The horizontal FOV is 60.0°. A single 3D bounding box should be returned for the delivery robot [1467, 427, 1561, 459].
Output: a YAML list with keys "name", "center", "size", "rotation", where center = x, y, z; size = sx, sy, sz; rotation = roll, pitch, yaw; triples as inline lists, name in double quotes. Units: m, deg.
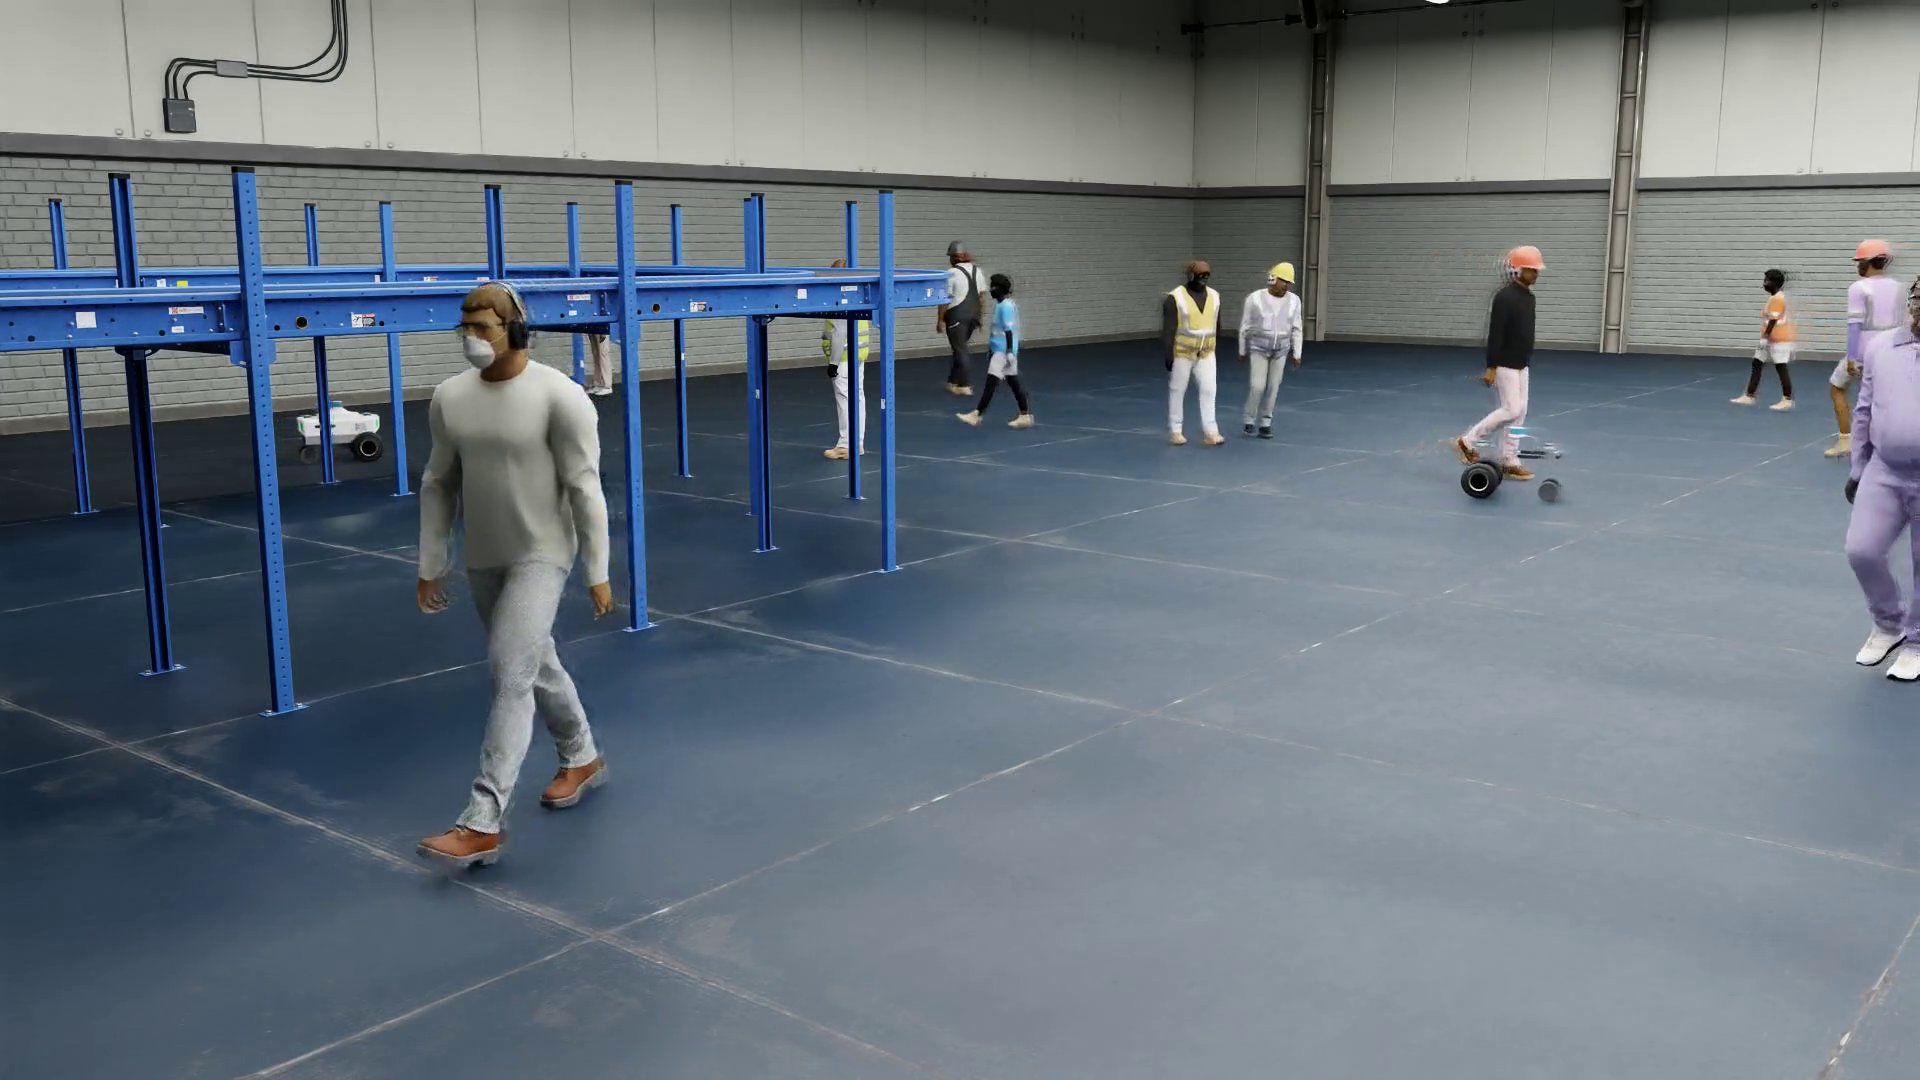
- name: "delivery robot"
  center: [4.404, -0.783, 13.195]
  size: [0.698, 0.223, 0.335]
  rotation: [5, 11, 23]

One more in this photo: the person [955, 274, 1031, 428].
- name: "person"
  center: [0.382, -2.021, 17.862]
  size: [0.868, 1.648, 0.552]
  rotation: [-1, 10, -3]

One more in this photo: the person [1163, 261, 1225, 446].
- name: "person"
  center: [2.318, -1.808, 16.273]
  size: [0.663, 1.798, 0.886]
  rotation: [-3, 11, -18]

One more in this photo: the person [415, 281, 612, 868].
- name: "person"
  center: [-1.516, 0.079, 5.608]
  size: [0.652, 1.882, 1.041]
  rotation: [5, 11, 26]

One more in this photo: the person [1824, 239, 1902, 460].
- name: "person"
  center: [8.233, -1.715, 15.166]
  size: [0.627, 2.022, 0.641]
  rotation: [-3, 11, -17]

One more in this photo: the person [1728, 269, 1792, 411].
- name: "person"
  center: [9.572, -2.371, 19.779]
  size: [0.779, 1.665, 0.552]
  rotation: [3, 11, 16]

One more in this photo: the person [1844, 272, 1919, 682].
- name: "person"
  center: [4.377, -0.291, 7.610]
  size: [0.428, 1.890, 0.675]
  rotation: [-8, 13, -36]

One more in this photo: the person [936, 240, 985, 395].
- name: "person"
  center: [-0.106, -2.944, 22.026]
  size: [0.839, 2.000, 0.706]
  rotation: [9, 14, 41]

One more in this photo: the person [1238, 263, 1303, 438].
- name: "person"
  center: [3.173, -1.928, 16.970]
  size: [0.612, 1.788, 0.540]
  rotation: [-1, 10, -7]

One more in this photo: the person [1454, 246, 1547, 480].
- name: "person"
  center: [4.626, -1.497, 14.083]
  size: [0.600, 1.973, 0.639]
  rotation: [9, 14, 41]

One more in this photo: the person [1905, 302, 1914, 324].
- name: "person"
  center: [9.772, -1.886, 16.809]
  size: [0.530, 1.768, 0.312]
  rotation: [-3, 11, -16]

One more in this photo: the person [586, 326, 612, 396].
- name: "person"
  center: [-4.737, -2.714, 21.750]
  size: [0.310, 1.638, 0.522]
  rotation: [-6, 12, -31]

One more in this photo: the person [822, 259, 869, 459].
- name: "person"
  center: [-1.073, -1.692, 15.521]
  size: [0.429, 1.845, 0.627]
  rotation: [4, 11, 19]

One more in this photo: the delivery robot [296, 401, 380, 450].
- name: "delivery robot"
  center: [-5.740, -1.042, 15.346]
  size: [0.707, 0.478, 0.477]
  rotation: [-5, 11, -25]
